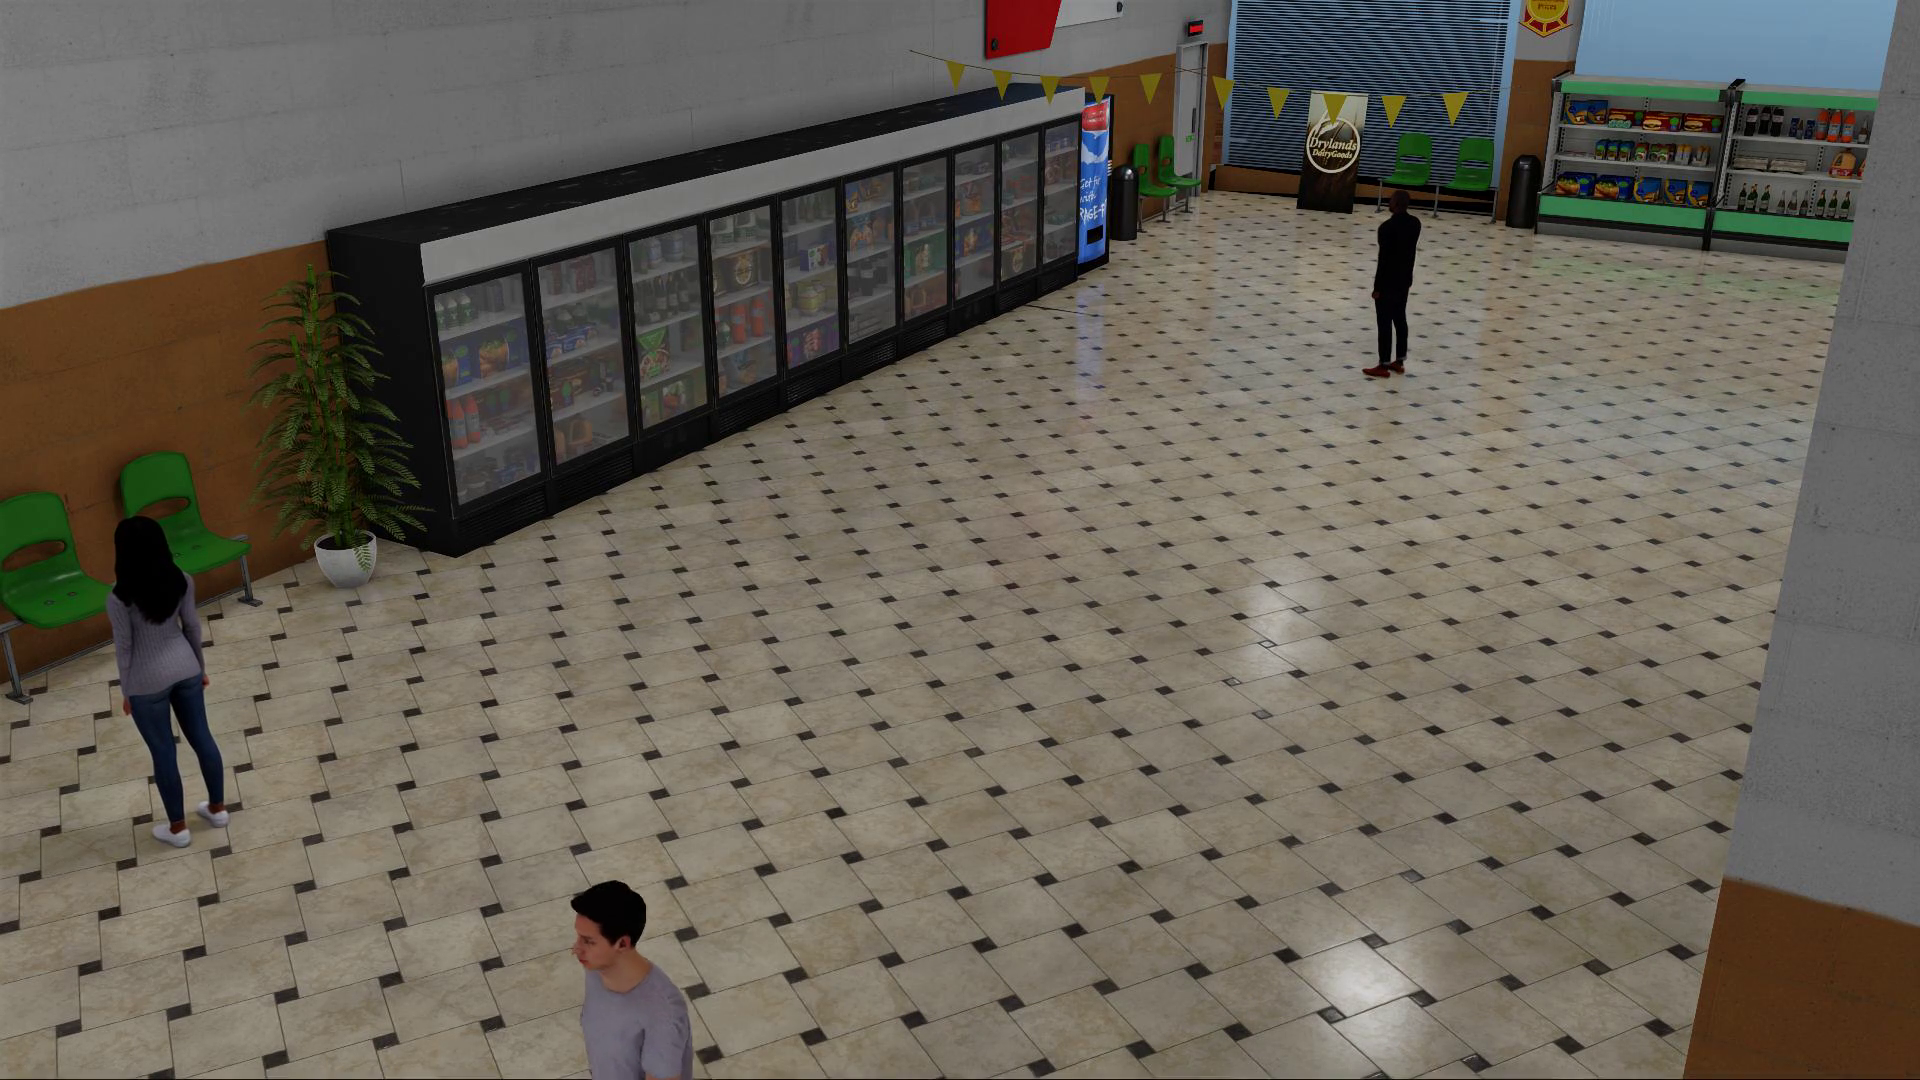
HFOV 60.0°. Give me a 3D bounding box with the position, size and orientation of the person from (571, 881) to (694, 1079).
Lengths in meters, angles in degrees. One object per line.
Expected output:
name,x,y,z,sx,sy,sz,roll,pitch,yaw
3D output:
person,-0.909,1.870,5.315,1.100,1.825,0.889,19,29,39

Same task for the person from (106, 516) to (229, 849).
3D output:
person,-3.974,0.704,8.337,0.528,1.735,0.603,14,26,31

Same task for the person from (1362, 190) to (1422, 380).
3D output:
person,4.221,-2.494,16.185,0.775,1.817,0.742,-16,27,-34
